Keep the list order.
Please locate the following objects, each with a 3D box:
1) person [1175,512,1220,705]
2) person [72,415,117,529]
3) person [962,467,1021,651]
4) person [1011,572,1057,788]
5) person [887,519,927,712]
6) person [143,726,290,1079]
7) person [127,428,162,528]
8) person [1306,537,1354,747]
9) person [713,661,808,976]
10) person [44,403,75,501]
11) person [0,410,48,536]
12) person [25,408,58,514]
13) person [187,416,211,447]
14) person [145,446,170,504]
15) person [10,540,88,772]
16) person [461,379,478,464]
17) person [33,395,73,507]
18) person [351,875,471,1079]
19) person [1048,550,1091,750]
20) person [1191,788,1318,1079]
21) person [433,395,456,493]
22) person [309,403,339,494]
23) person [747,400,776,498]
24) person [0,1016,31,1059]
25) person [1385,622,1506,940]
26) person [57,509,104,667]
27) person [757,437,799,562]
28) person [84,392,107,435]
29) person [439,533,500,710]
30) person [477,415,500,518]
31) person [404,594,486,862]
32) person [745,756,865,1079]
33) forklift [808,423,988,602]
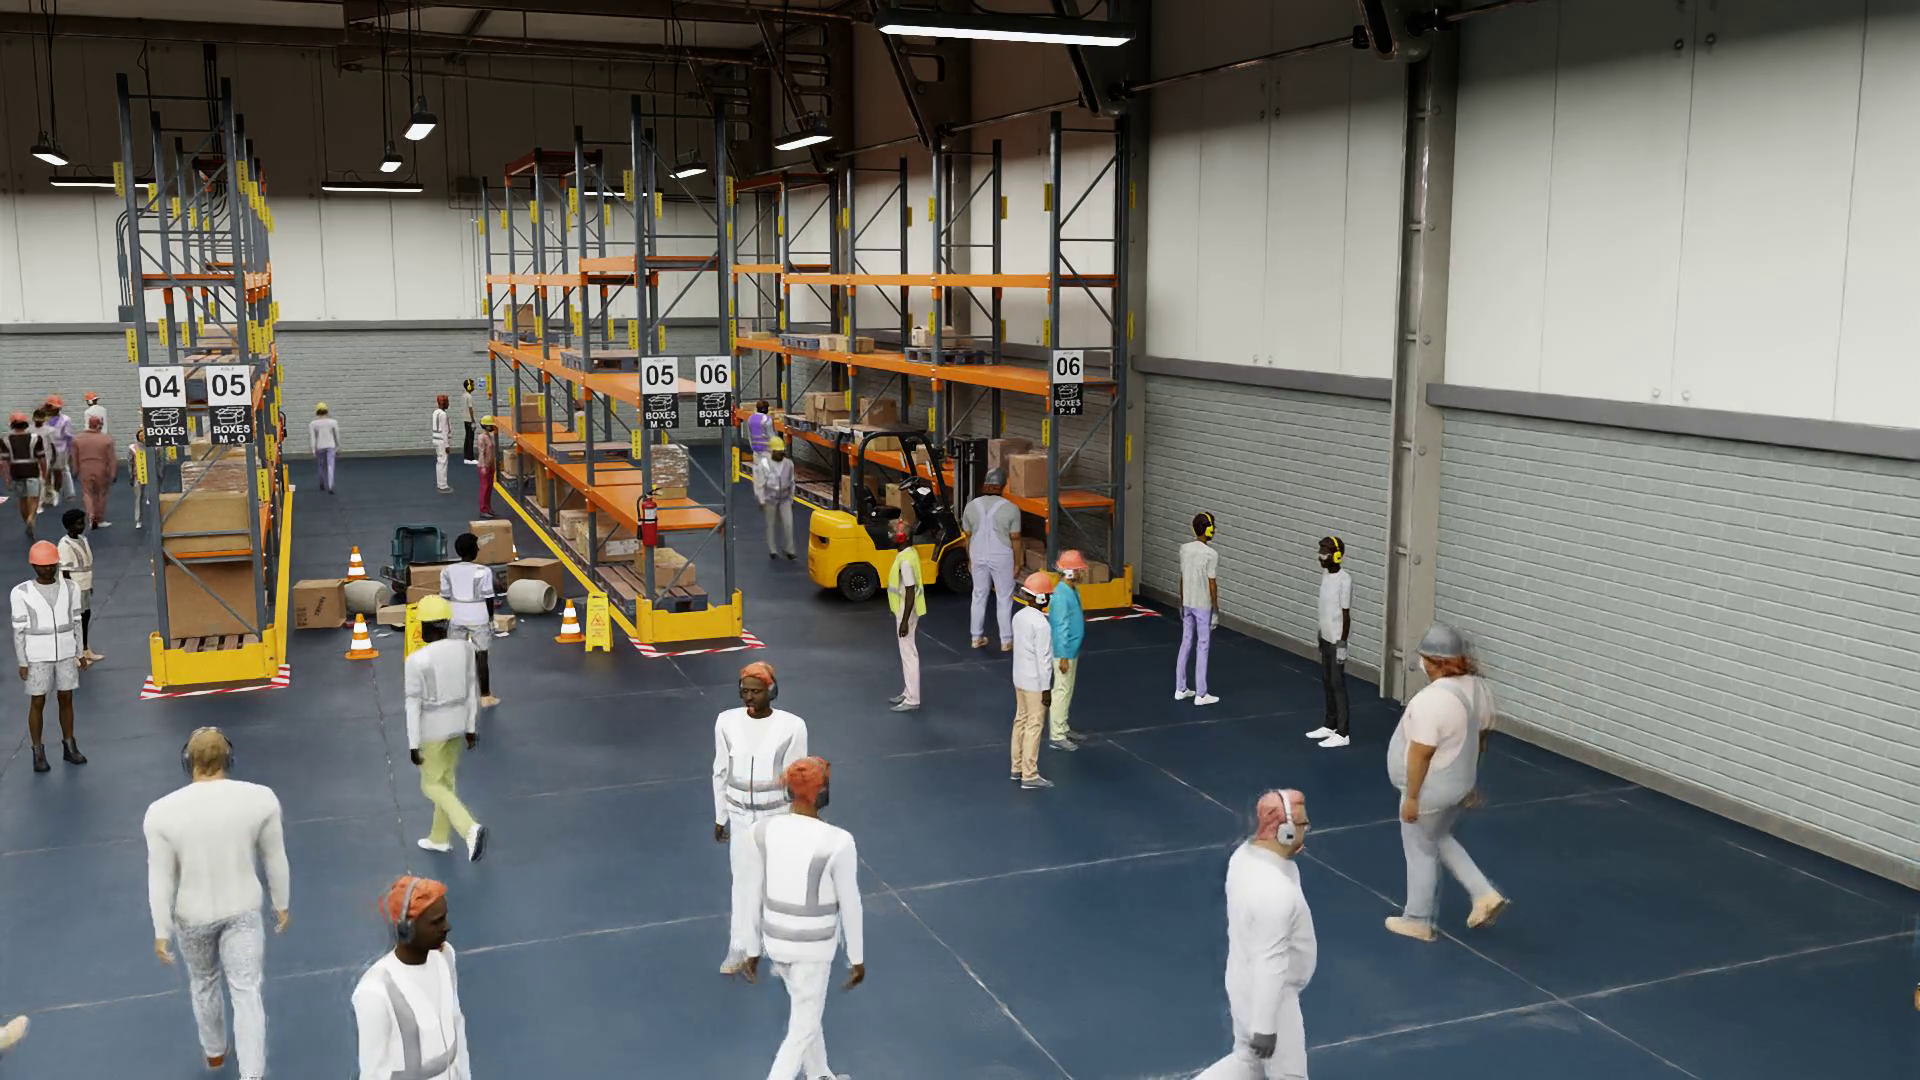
[{"bbox_3d":[2.312,0.658,16.098,0.328,1.861,0.502,-7,11,-37],"label":"person"},{"bbox_3d":[-14.083,-1.099,27.072,0.701,1.878,0.681,-2,9,-13],"label":"person"},{"bbox_3d":[0.392,0.195,18.418,0.686,2.000,0.535,4,10,25],"label":"person"},{"bbox_3d":[0.618,1.127,13.485,0.353,1.744,0.565,-3,10,-19],"label":"person"},{"bbox_3d":[-0.501,0.710,15.786,0.375,1.844,0.567,0,9,-2],"label":"person"},{"bbox_3d":[-3.688,1.878,8.331,0.658,1.898,0.982,-5,10,-29],"label":"person"},{"bbox_3d":[-13.375,-1.016,27.302,0.511,1.641,0.309,-6,11,-35],"label":"person"},{"bbox_3d":[3.277,0.886,14.650,0.317,1.860,0.514,-2,9,-11],"label":"person"},{"bbox_3d":[-1.179,1.640,9.822,0.573,1.883,0.359,2,9,10],"label":"person"},{"bbox_3d":[-16.461,-1.602,30.259,0.582,1.872,0.437,-8,12,-41],"label":"person"},{"bbox_3d":[-14.755,-1.029,26.234,0.613,2.018,0.828,-3,10,-20],"label":"person"},{"bbox_3d":[-16.072,-1.403,29.107,0.549,1.844,0.724,-1,9,-5],"label":"person"},{"bbox_3d":[-15.100,-2.019,33.021,0.654,1.829,0.969,0,9,-3],"label":"person"},{"bbox_3d":[-14.596,-1.468,30.159,0.498,1.634,0.284,-7,11,-37],"label":"person"},{"bbox_3d":[-7.608,0.957,13.943,0.377,1.938,0.547,8,12,42],"label":"person"},{"bbox_3d":[-10.746,-2.592,36.498,0.329,1.872,0.508,-7,11,-36],"label":"person"},{"bbox_3d":[-16.146,-1.575,29.637,0.648,2.014,0.604,-6,11,-33],"label":"person"},{"bbox_3d":[-2.049,2.194,6.378,0.415,1.865,0.600,2,9,12],"label":"person"},{"bbox_3d":[0.968,0.954,14.587,0.367,1.738,0.584,2,9,10],"label":"person"},{"bbox_3d":[1.281,2.025,7.446,0.757,1.884,0.644,0,9,-2],"label":"person"},{"bbox_3d":[-9.853,-1.831,31.692,0.359,1.880,0.575,-5,11,-31],"label":"person"},{"bbox_3d":[-12.103,-1.750,31.710,0.523,1.717,0.948,-3,10,-20],"label":"person"},{"bbox_3d":[-3.642,-1.678,30.834,0.625,1.844,0.429,7,11,37],"label":"person"},{"bbox_3d":[-5.270,1.919,8.357,0.522,1.787,0.989,5,10,30],"label":"person"},{"bbox_3d":[2.964,1.489,10.277,0.662,2.000,0.691,8,12,42],"label":"person"},{"bbox_3d":[-9.341,0.504,17.586,0.320,1.685,0.541,-1,9,-6],"label":"person"},{"bbox_3d":[-2.600,-0.560,23.893,0.599,1.806,0.751,-4,10,-21],"label":"person"},{"bbox_3d":[-17.832,-2.179,34.298,0.349,1.743,0.563,2,9,14],"label":"person"},{"bbox_3d":[-4.674,0.775,15.837,0.536,1.699,0.322,1,9,8],"label":"person"},{"bbox_3d":[-8.065,-1.256,28.447,0.336,1.757,0.518,1,9,7],"label":"person"},{"bbox_3d":[-3.614,1.329,11.715,0.744,1.907,0.591,6,11,32],"label":"person"},{"bbox_3d":[-0.793,1.963,7.931,0.587,1.849,0.930,5,10,29],"label":"person"},{"bbox_3d":[-0.830,-0.399,21.676,2.313,2.155,1.214,-4,10,-21],"label":"forklift"}]
